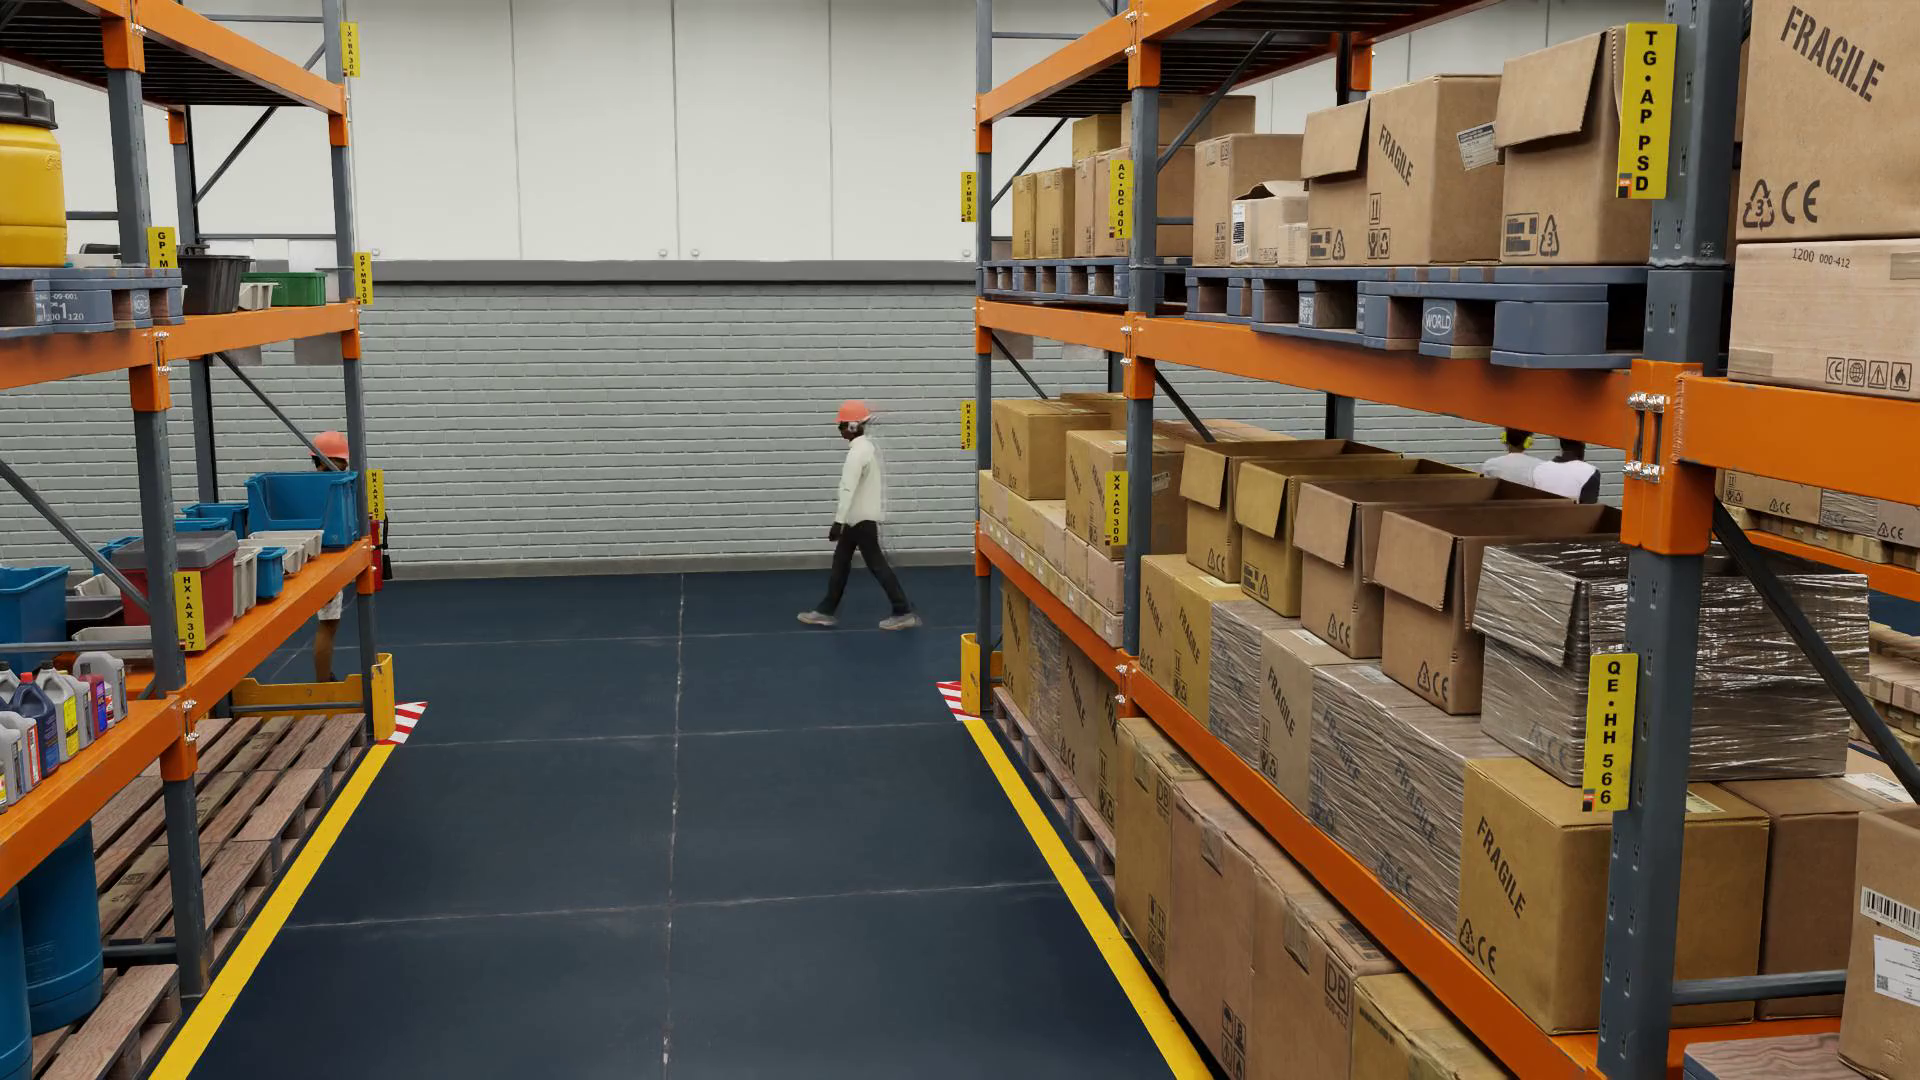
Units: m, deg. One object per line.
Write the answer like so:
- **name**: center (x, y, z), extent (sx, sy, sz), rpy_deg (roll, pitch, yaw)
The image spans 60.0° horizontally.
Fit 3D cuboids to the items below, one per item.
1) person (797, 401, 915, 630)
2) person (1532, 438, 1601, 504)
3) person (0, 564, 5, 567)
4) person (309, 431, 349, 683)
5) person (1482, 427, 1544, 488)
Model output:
- **person**: center (-0.850, -0.198, 14.036), extent (1.019, 1.949, 0.621), rpy_deg (0, 9, 1)
- **person**: center (4.529, 0.050, 12.667), extent (0.697, 1.885, 0.636), rpy_deg (-5, 10, -27)
- **person**: center (-5.035, 0.750, 8.314), extent (0.632, 1.907, 0.512), rpy_deg (0, 9, 0)
- **person**: center (-4.349, 0.207, 11.544), extent (0.375, 1.933, 0.550), rpy_deg (-3, 10, -16)
- **person**: center (4.443, -0.067, 13.550), extent (0.589, 1.834, 0.653), rpy_deg (1, 9, 7)
